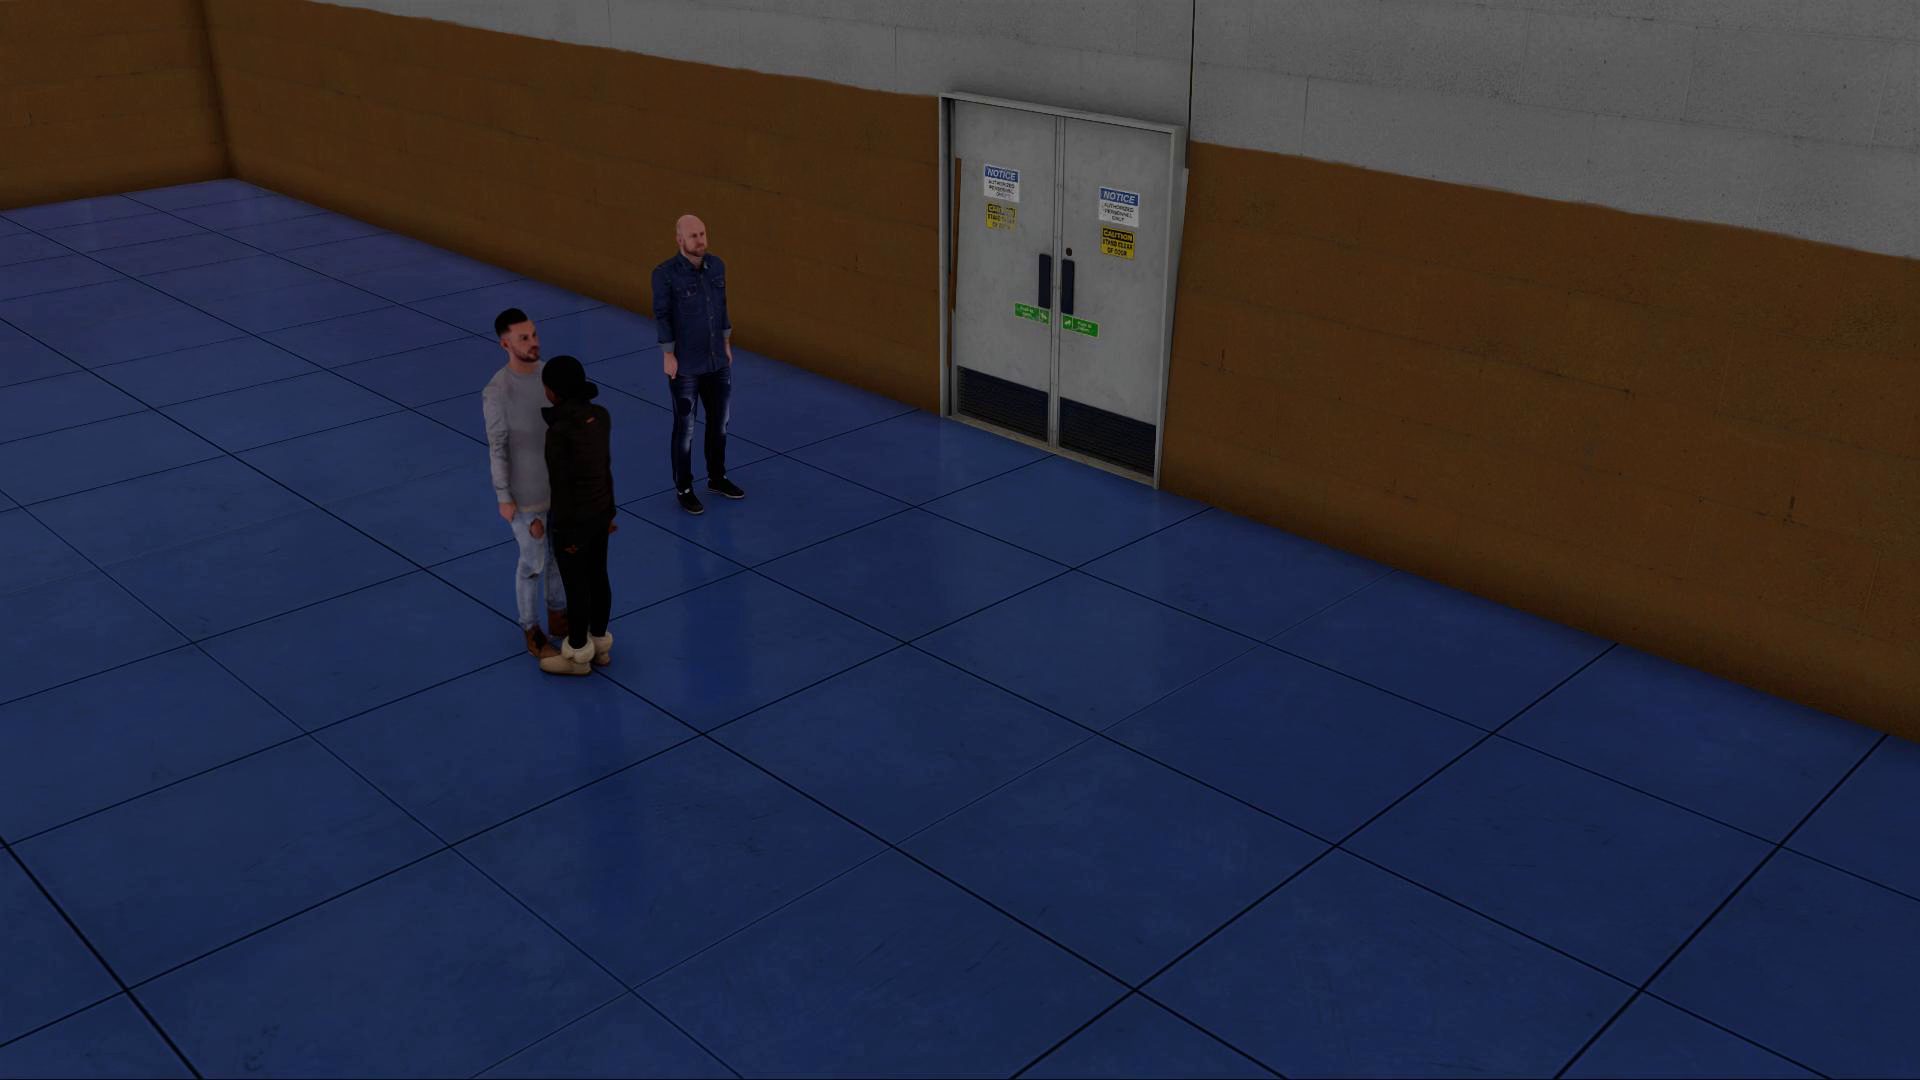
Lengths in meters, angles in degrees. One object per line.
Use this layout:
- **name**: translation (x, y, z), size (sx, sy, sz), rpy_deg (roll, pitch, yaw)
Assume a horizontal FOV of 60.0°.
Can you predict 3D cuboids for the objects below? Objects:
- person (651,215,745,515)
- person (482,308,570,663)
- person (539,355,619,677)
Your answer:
- **person**: translation (-1.616, -1.097, 10.257), size (0.773, 1.826, 0.521), rpy_deg (20, 31, 38)
- **person**: translation (-2.146, -0.286, 8.390), size (0.809, 1.837, 0.612), rpy_deg (12, 26, 25)
- **person**: translation (-1.850, -0.105, 8.196), size (0.720, 1.661, 0.666), rpy_deg (1, 24, 2)
